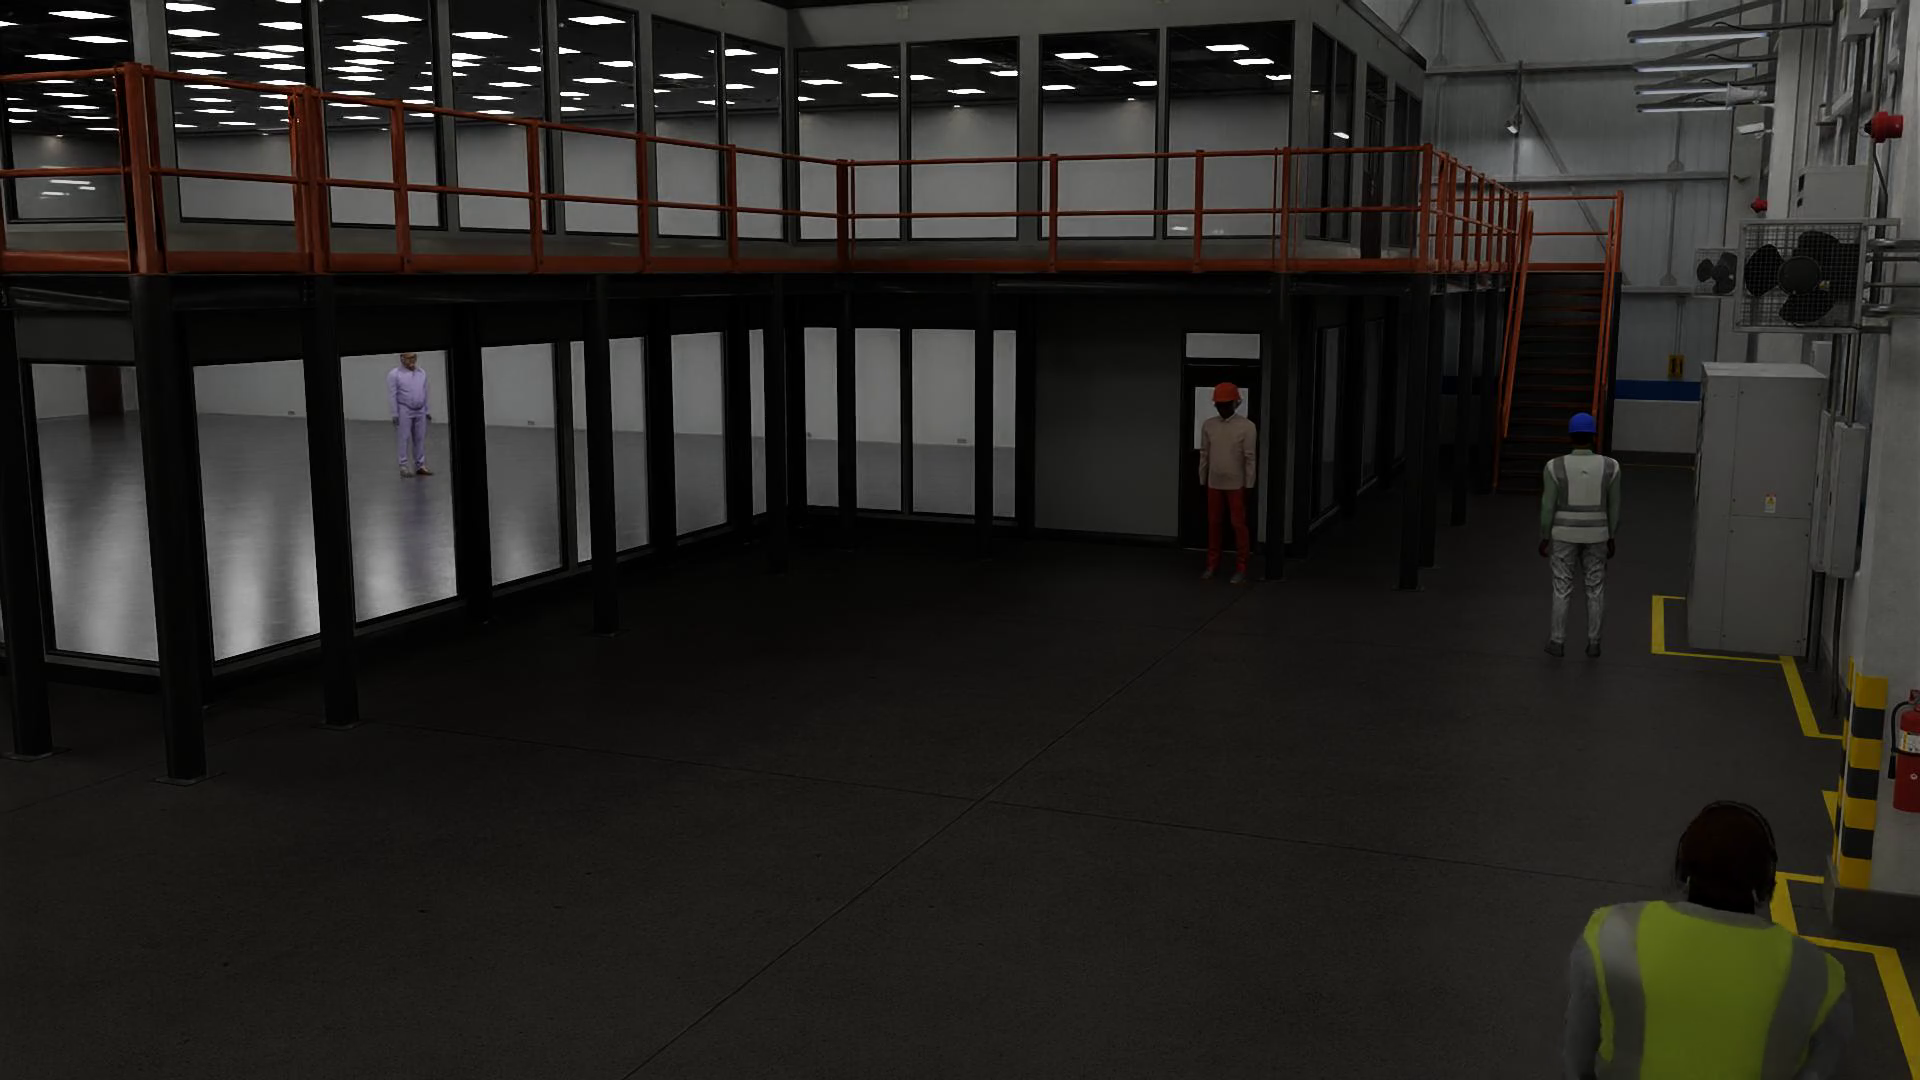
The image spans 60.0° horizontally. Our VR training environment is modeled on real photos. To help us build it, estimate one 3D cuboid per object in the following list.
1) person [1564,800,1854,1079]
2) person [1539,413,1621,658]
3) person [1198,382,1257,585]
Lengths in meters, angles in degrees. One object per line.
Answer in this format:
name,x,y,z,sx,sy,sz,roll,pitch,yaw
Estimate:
person,1.810,1.512,4.110,0.625,1.794,0.949,4,10,24
person,4.889,-0.030,13.152,0.604,1.937,0.402,1,9,9
person,2.595,-0.554,16.259,0.624,1.985,0.413,7,12,38
